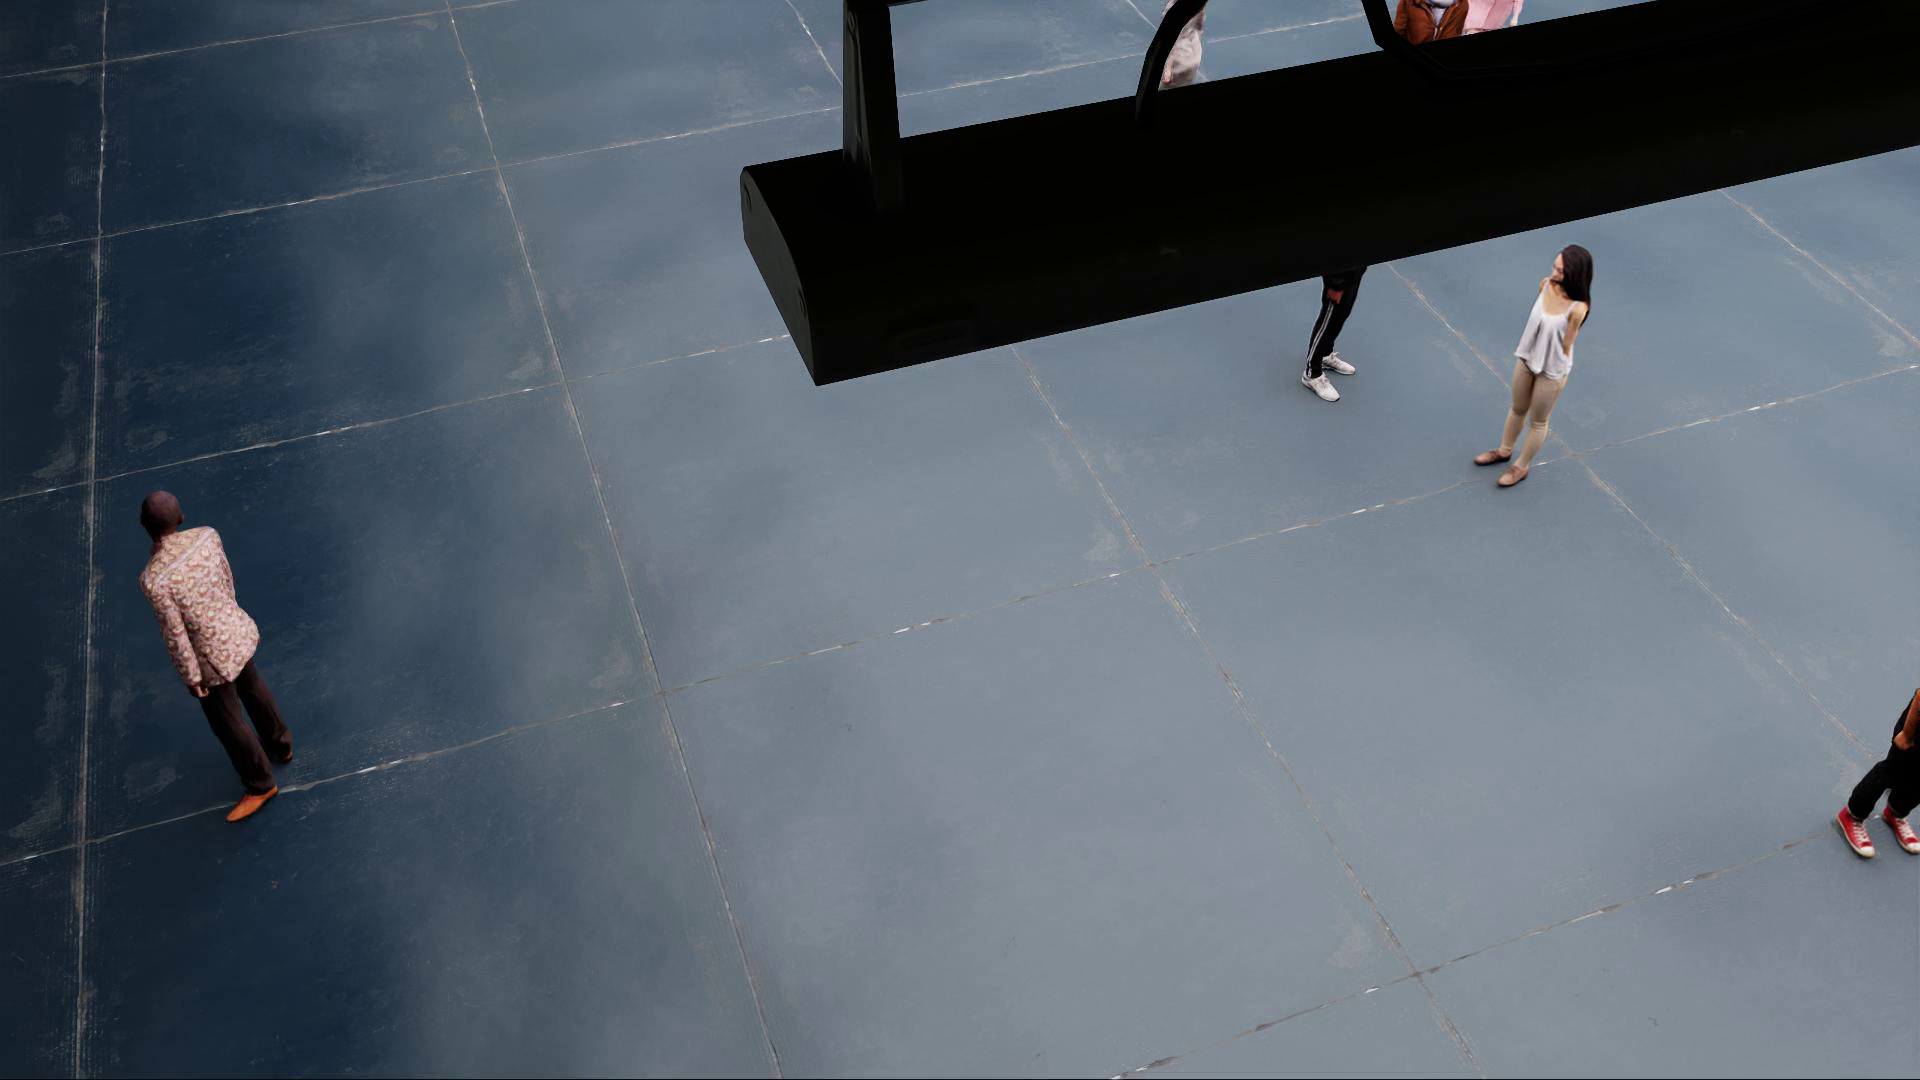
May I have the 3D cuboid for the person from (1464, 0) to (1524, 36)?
[{"bbox_3d":[4.299,-4.350,13.532,0.971,1.744,1.240,5,43,5],"label":"person"}]

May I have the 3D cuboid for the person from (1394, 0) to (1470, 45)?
[{"bbox_3d":[3.488,-3.573,12.631,0.785,1.838,0.786,-2,43,-2],"label":"person"}]

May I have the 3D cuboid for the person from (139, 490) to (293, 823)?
[{"bbox_3d":[-3.668,0.573,8.230,1.039,1.785,0.849,0,43,0],"label":"person"}]

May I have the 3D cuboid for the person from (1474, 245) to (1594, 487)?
[{"bbox_3d":[3.556,-1.079,10.096,0.621,1.653,0.558,4,43,4],"label":"person"}]

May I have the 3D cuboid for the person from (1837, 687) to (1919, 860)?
[{"bbox_3d":[4.701,0.859,7.945,0.645,1.756,0.586,-8,44,-8],"label":"person"}]
